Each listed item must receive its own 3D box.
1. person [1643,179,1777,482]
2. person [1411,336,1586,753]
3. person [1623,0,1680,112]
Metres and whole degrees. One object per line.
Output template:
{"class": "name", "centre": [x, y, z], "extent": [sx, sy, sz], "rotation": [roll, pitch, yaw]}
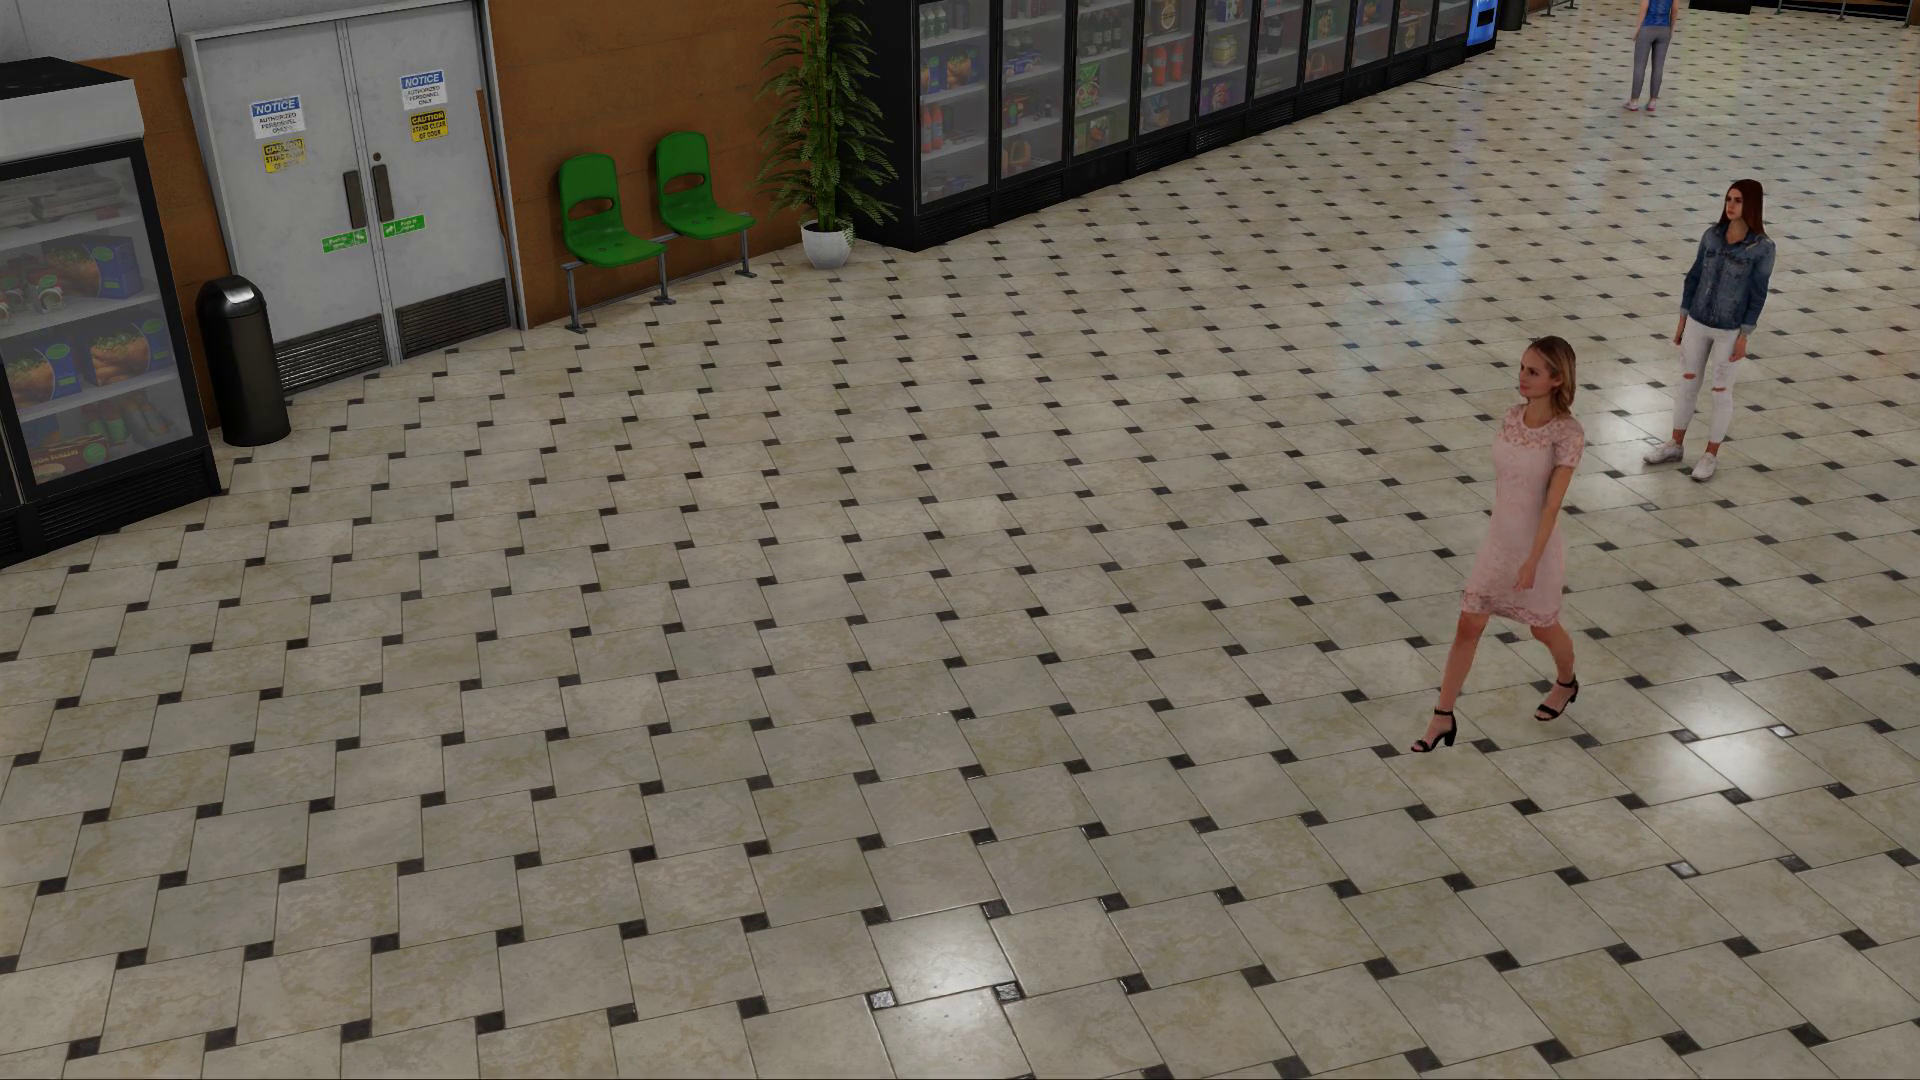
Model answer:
{"class": "person", "centre": [4.249, -1.185, 9.317], "extent": [0.713, 1.703, 0.528], "rotation": [-20, 33, -33]}
{"class": "person", "centre": [2.376, 0.056, 6.779], "extent": [0.884, 1.784, 1.095], "rotation": [-14, 30, -26]}
{"class": "person", "centre": [7.414, -5.422, 17.775], "extent": [0.633, 1.608, 0.710], "rotation": [0, 27, 1]}
